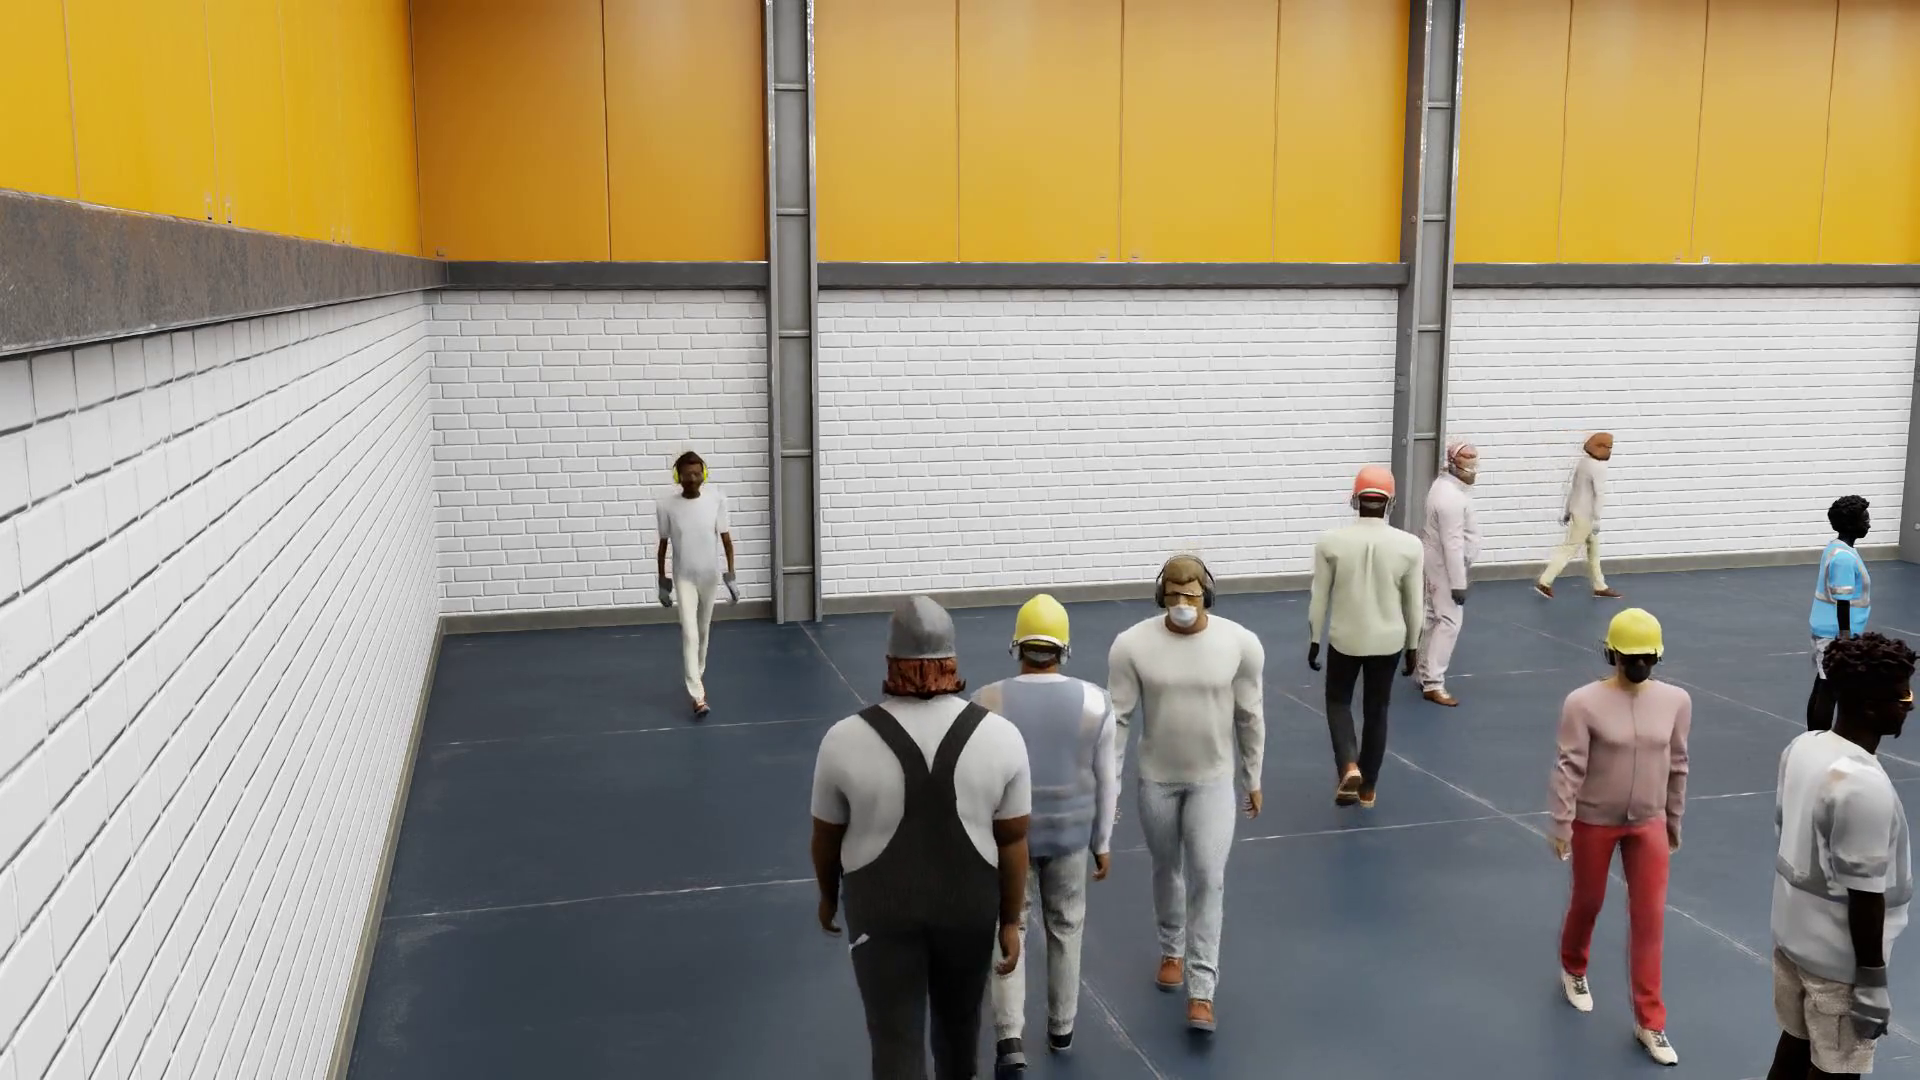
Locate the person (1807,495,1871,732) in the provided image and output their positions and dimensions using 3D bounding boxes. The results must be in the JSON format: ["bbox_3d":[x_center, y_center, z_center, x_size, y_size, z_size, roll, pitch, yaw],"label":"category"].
[{"bbox_3d":[5.364,0.567,10.153,0.319,1.697,0.532,3,10,21],"label":"person"}]

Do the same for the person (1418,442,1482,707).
[{"bbox_3d":[3.492,0.215,11.842,0.401,1.868,0.793,2,9,11],"label":"person"}]

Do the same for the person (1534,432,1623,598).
[{"bbox_3d":[5.764,-0.227,15.469,0.829,1.582,0.555,0,9,2],"label":"person"}]

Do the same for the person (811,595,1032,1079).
[{"bbox_3d":[-0.147,1.133,5.549,0.696,2.000,1.030,-1,9,-7],"label":"person"}]

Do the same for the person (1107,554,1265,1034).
[{"bbox_3d":[0.887,1.011,6.737,0.666,1.896,0.936,2,9,12],"label":"person"}]

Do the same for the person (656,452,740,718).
[{"bbox_3d":[-1.817,0.290,11.519,0.513,1.814,1.016,-3,10,-20],"label":"person"}]

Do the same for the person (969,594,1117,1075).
[{"bbox_3d":[0.304,1.120,6.347,0.600,1.837,0.468,-1,9,-4],"label":"person"}]

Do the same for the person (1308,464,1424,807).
[{"bbox_3d":[2.275,0.562,9.308,0.635,1.973,0.574,2,9,9],"label":"person"}]

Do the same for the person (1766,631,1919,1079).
[{"bbox_3d":[2.693,1.243,5.103,0.368,1.963,0.600,1,9,8],"label":"person"}]

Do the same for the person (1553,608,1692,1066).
[{"bbox_3d":[2.627,1.114,6.614,0.544,1.736,0.744,0,9,1],"label":"person"}]
